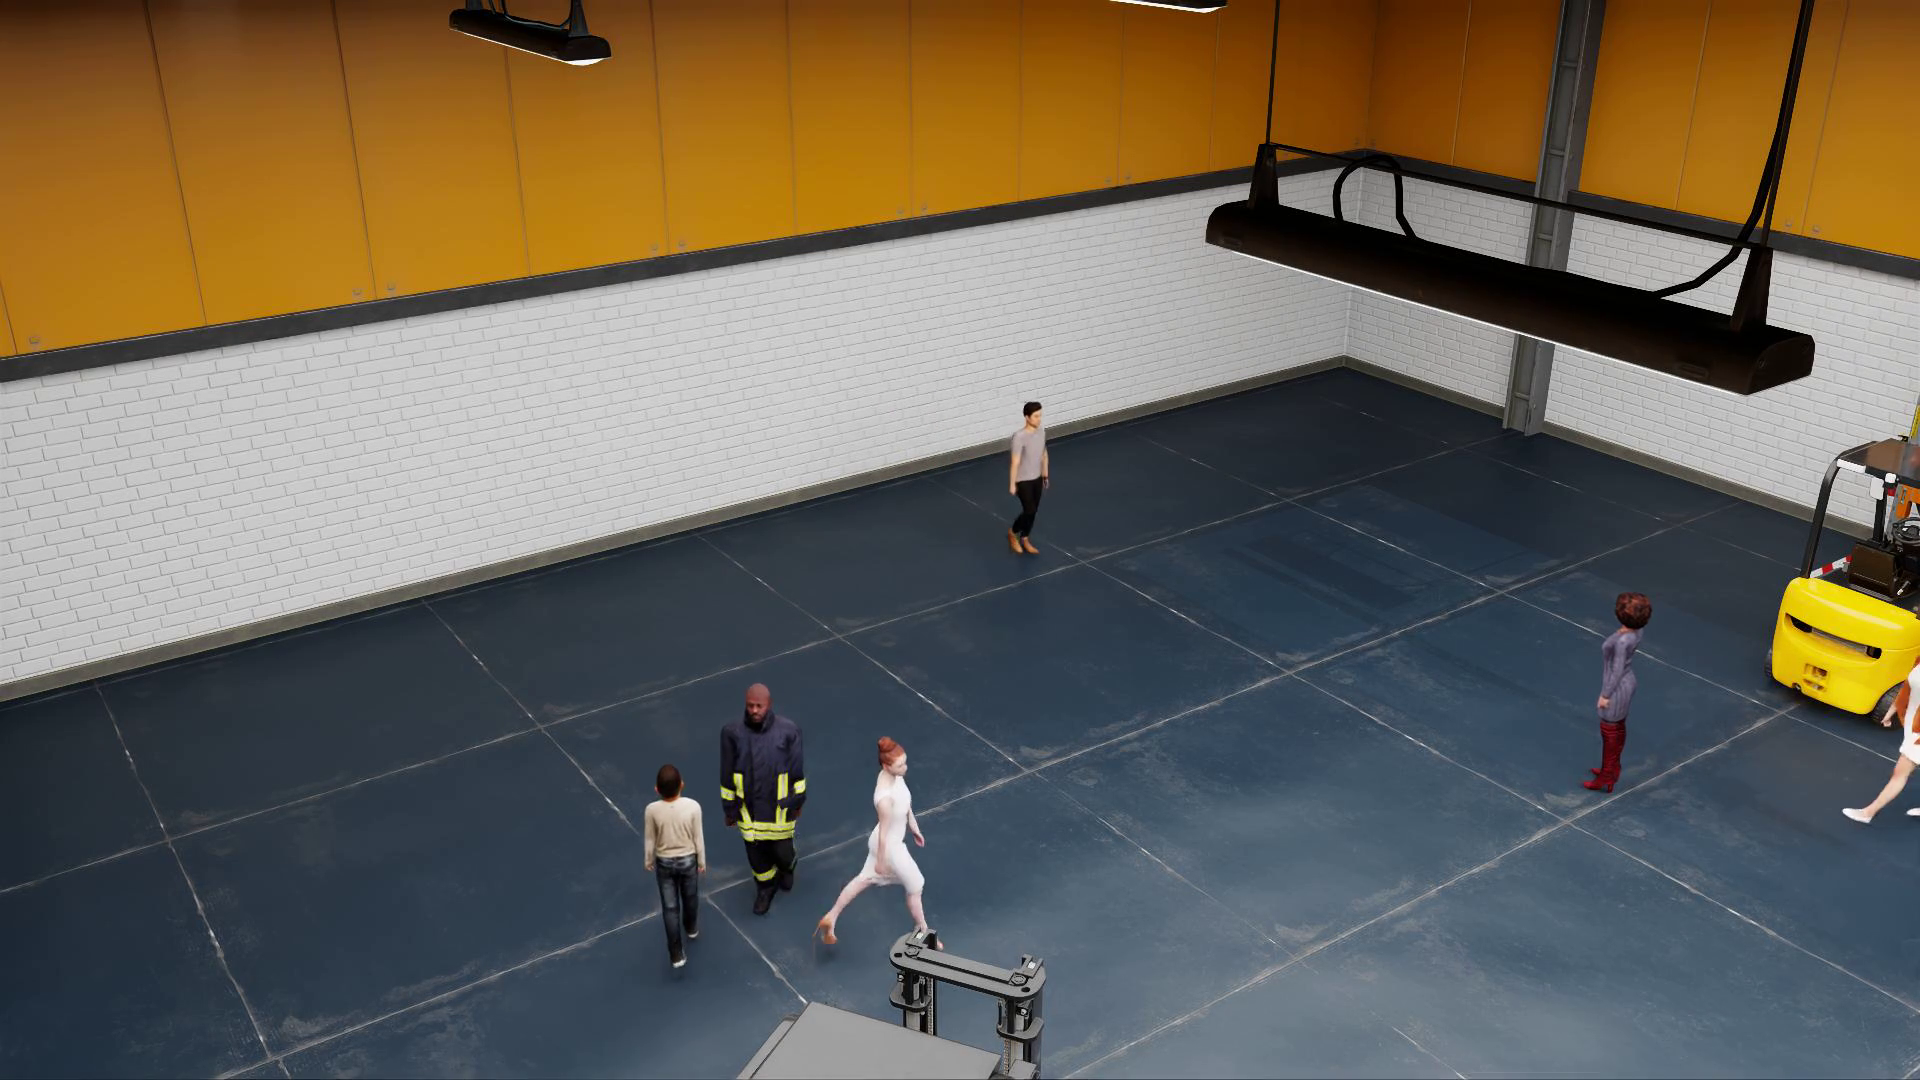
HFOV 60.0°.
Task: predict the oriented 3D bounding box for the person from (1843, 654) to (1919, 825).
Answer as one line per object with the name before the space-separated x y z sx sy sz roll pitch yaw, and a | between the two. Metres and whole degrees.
person | 7.403 1.435 12.644 1.090 1.674 1.150 -1 24 -3

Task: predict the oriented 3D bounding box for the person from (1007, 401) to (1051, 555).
person | 0.658 -0.667 17.414 0.694 1.705 0.675 20 31 38

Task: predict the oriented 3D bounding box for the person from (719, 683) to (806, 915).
person | -1.375 1.757 11.740 0.983 1.808 1.050 2 24 4

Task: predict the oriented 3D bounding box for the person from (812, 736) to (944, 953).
person | -0.584 2.072 11.096 1.072 1.746 1.115 -1 24 -2

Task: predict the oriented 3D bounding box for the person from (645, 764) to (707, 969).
person | -1.911 2.200 11.163 0.790 1.459 0.993 -5 24 -11

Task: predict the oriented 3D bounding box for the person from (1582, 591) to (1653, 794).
person | 5.206 1.193 13.153 0.604 1.710 0.639 18 30 36
